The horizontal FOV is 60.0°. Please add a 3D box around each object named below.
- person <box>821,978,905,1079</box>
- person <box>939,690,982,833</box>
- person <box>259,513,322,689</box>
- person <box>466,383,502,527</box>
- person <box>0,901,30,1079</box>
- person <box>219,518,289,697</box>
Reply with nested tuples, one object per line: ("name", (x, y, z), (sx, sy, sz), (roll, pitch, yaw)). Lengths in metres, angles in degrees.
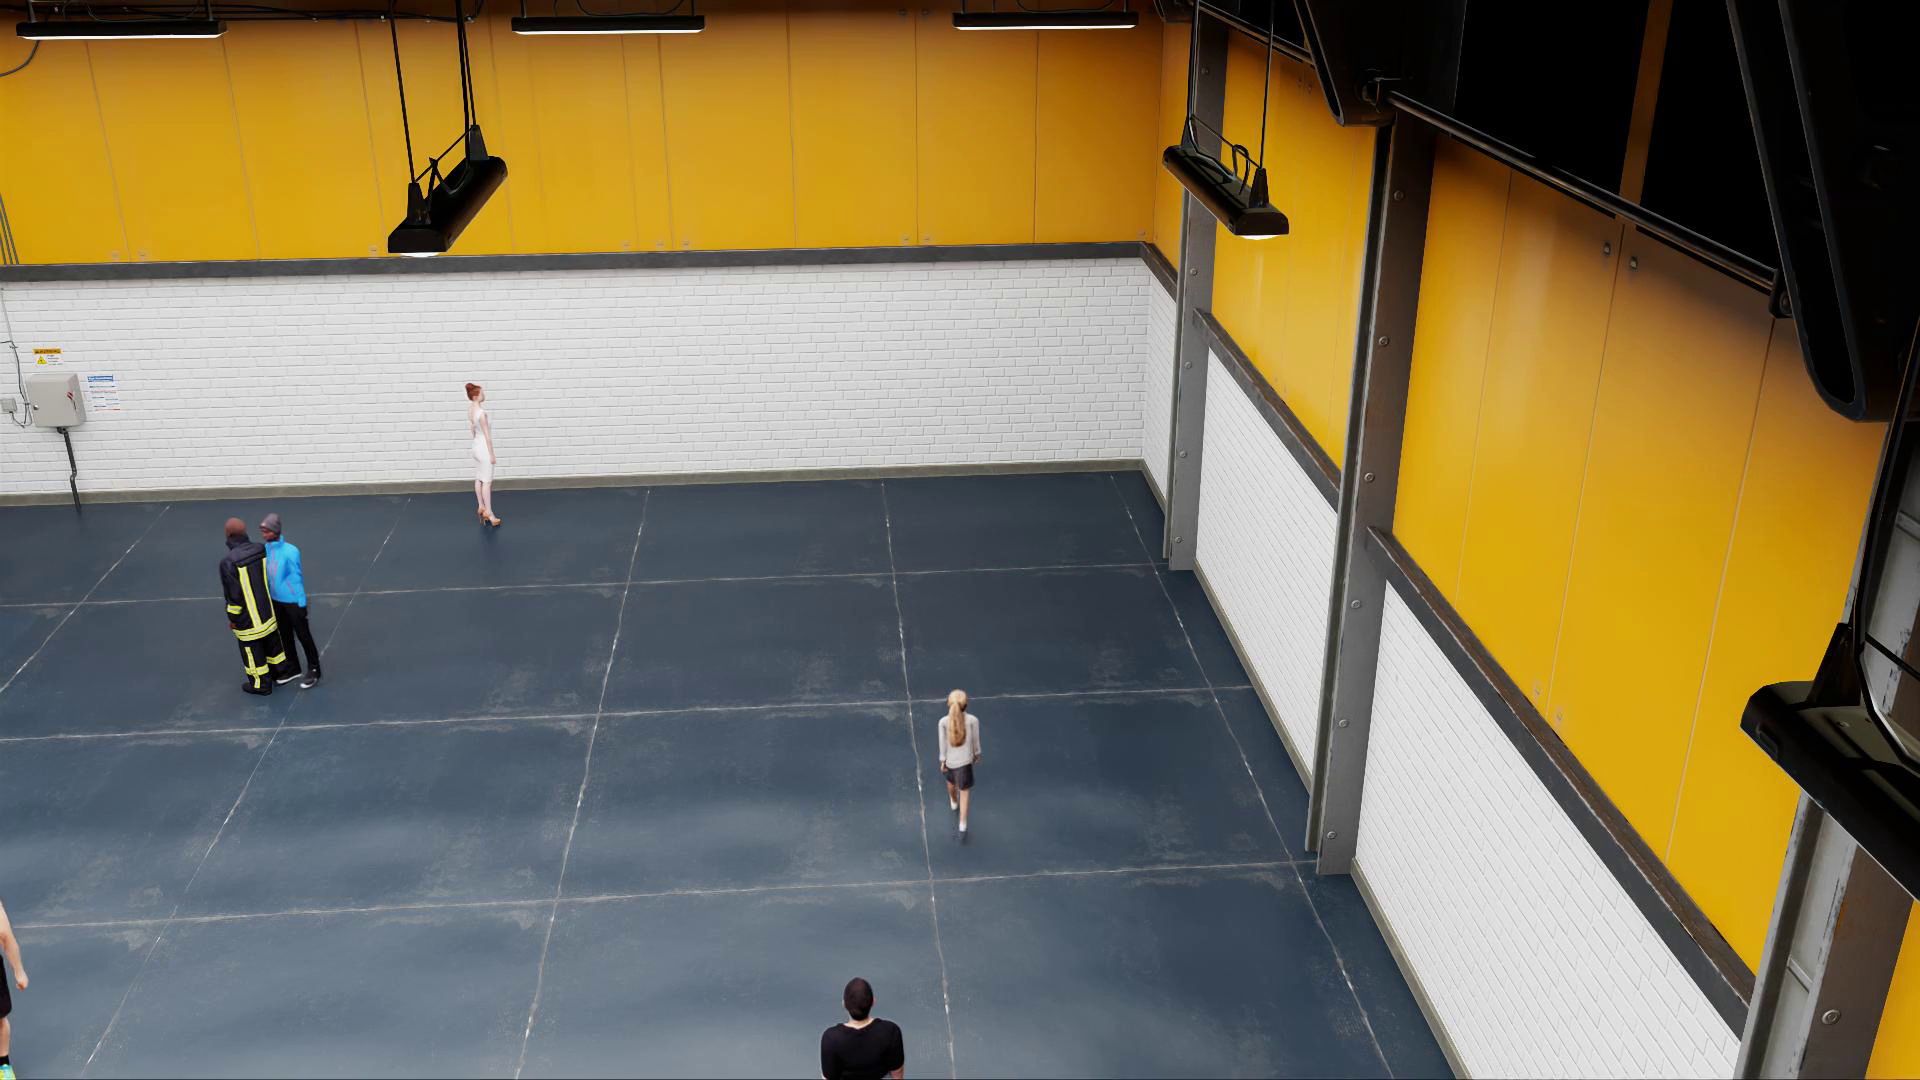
("person", (-0.572, 3.378, 9.955), (0.674, 1.758, 0.626), (-4, 24, -9))
("person", (0.000, 1.871, 14.036), (0.572, 1.250, 0.906), (0, 24, 1))
("person", (-6.586, 0.577, 16.315), (0.688, 1.797, 0.682), (7, 25, 16))
("person", (-5.757, -1.042, 20.024), (0.708, 1.793, 0.600), (-17, 29, -34))
("person", (-6.563, 2.832, 11.049), (0.859, 1.883, 0.876), (-13, 27, -27))
("person", (-6.894, 0.620, 16.185), (0.922, 1.822, 0.809), (11, 26, 23))
